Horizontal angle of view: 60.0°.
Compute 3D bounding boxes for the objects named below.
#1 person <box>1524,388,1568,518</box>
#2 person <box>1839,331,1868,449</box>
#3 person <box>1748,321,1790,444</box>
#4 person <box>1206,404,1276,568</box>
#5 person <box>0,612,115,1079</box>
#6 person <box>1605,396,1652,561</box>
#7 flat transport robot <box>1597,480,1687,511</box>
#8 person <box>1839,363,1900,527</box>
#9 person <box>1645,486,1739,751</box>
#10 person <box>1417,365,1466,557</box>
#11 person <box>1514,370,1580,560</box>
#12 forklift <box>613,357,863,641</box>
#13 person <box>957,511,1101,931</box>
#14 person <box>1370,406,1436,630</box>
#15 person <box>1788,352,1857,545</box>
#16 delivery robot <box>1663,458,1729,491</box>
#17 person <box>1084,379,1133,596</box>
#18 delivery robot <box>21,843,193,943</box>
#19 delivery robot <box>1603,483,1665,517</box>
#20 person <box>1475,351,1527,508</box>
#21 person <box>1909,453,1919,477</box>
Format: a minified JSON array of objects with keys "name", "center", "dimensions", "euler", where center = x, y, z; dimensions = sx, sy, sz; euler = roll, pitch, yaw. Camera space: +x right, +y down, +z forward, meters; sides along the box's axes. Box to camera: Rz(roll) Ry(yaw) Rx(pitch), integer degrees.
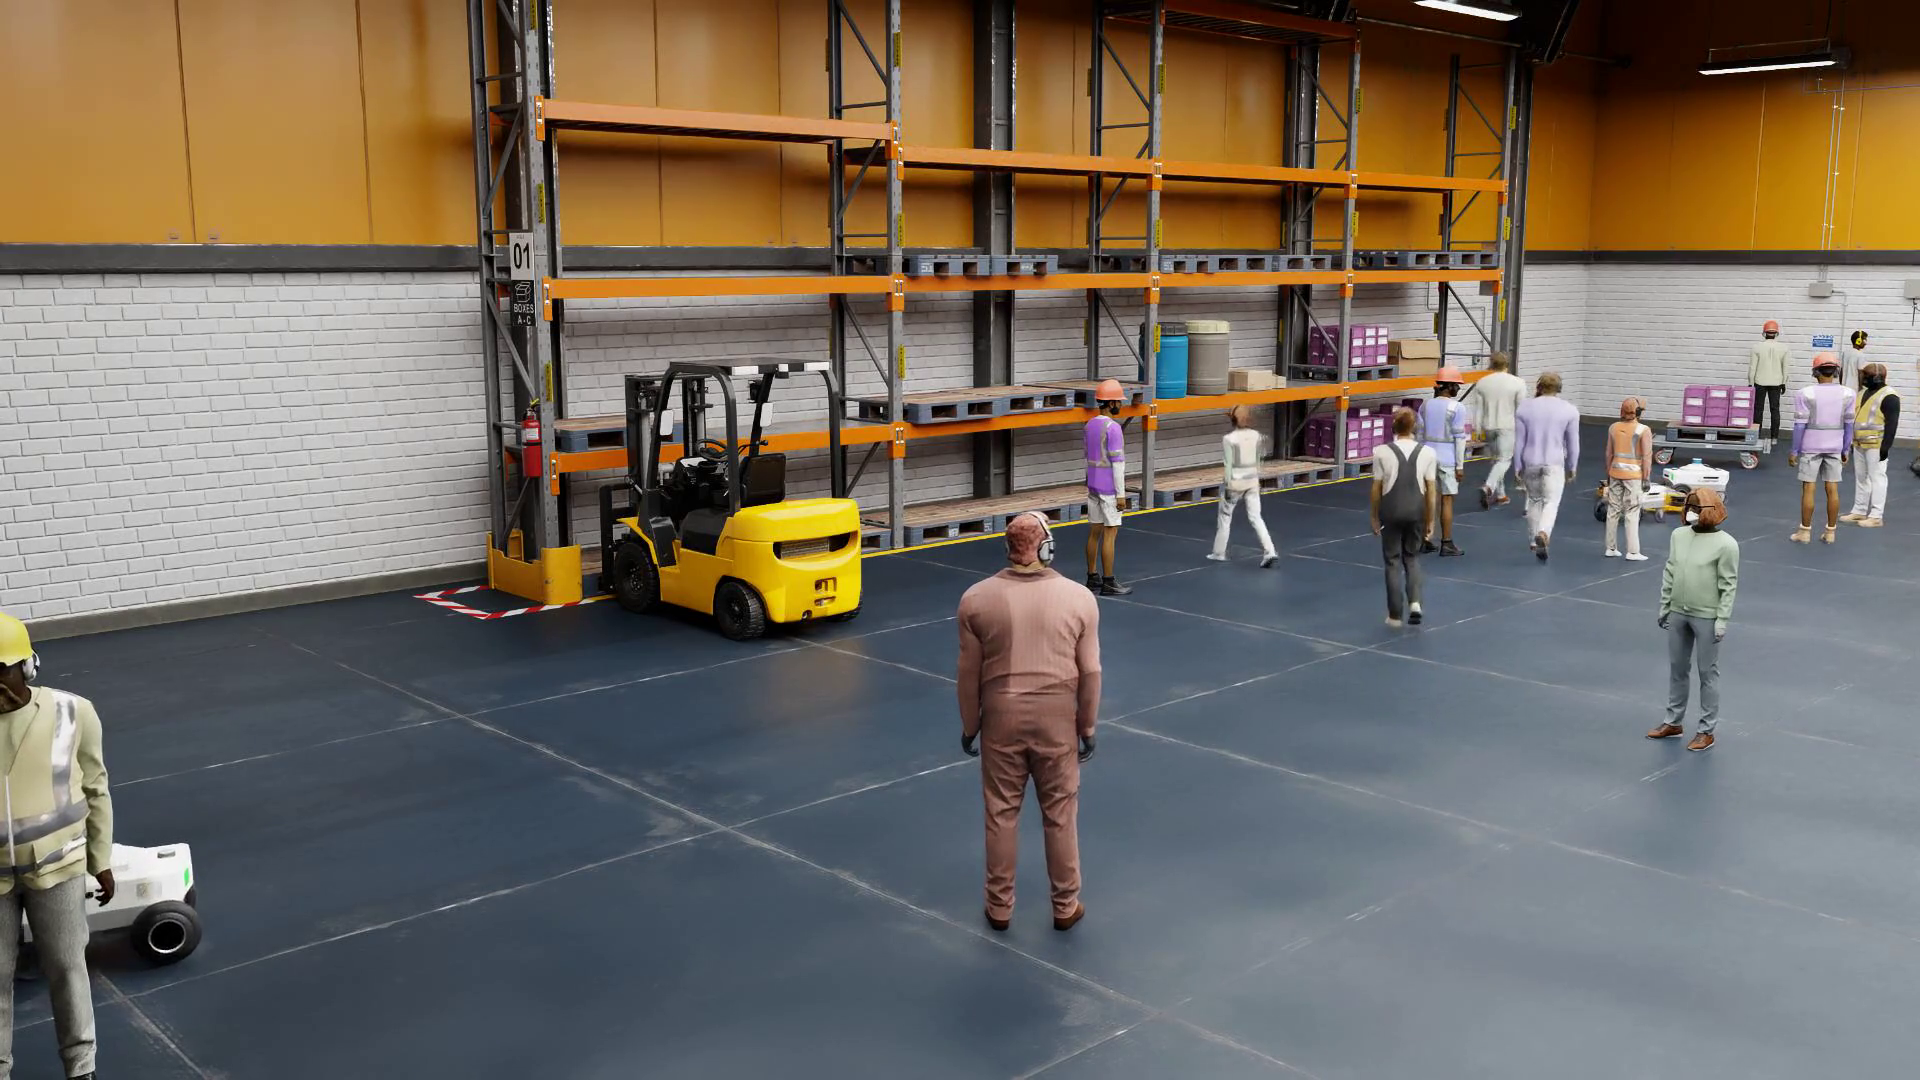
[{"name":"person","center":[6.804,-1.067,19.377],"dimensions":[0.670,1.609,0.547],"euler":[-8,13,-40]},{"name":"person","center":[14.065,-2.360,26.217],"dimensions":[0.334,1.864,0.517],"euler":[-1,10,-8]},{"name":"person","center":[13.044,-2.539,26.873],"dimensions":[0.611,1.996,0.378],"euler":[2,10,10]},{"name":"person","center":[2.797,-0.531,16.305],"dimensions":[0.524,1.599,0.855],"euler":[-6,11,-31]},{"name":"person","center":[-3.282,1.142,5.800],"dimensions":[0.602,1.830,0.404],"euler":[-5,11,-25]},{"name":"person","center":[6.677,-0.612,16.631],"dimensions":[0.314,1.642,0.514],"euler":[-5,11,-28]},{"name":"flat transport robot","center":[8.301,-0.547,20.257],"dimensions":[0.652,0.197,1.431],"euler":[1,10,5]},{"name":"person","center":[10.249,-1.068,18.725],"dimensions":[0.430,1.840,0.625],"euler":[-1,10,-3]},{"name":"person","center":[4.544,0.475,10.287],"dimensions":[0.286,1.633,0.499],"euler":[-5,11,-27]},{"name":"person","center":[4.900,-0.802,16.888],"dimensions":[0.376,1.934,0.547],"euler":[-7,12,-36]},{"name":"person","center":[5.858,-0.750,16.694],"dimensions":[0.628,1.908,0.888],"euler":[5,11,28]},{"name":"forklift","center":[-1.847,-0.414,13.852],"dimensions":[1.214,2.155,2.313],"euler":[-9,13,-42]},{"name":"person","center":[0.310,0.818,7.496],"dimensions":[0.642,1.905,0.399],"euler":[1,10,5]},{"name":"person","center":[3.590,-0.176,13.541],"dimensions":[0.508,1.828,0.398],"euler":[0,10,1]},{"name":"person","center":[9.059,-0.960,17.525],"dimensions":[0.605,2.034,0.389],"euler":[1,10,6]},{"name":"delivery robot","center":[9.015,-0.756,20.373],"dimensions":[0.707,0.478,0.477],"euler":[1,10,5]},{"name":"person","center":[1.326,-0.469,14.928],"dimensions":[0.359,1.938,0.545],"euler":[-5,11,-27]},{"name":"delivery robot","center":[-3.704,1.498,7.178],"dimensions":[0.707,0.478,0.477],"euler":[-5,11,-27]},{"name":"delivery robot","center":[7.670,-0.507,18.914],"dimensions":[0.707,0.478,0.477],"euler":[-5,11,-26]},{"name":"person","center":[6.477,-1.324,20.066],"dimensions":[0.648,1.909,0.910],"euler":[9,13,43]},{"name":"person","center":[13.307,-1.768,22.605],"dimensions":[0.594,1.908,0.558],"euler":[-3,10,-15]}]
